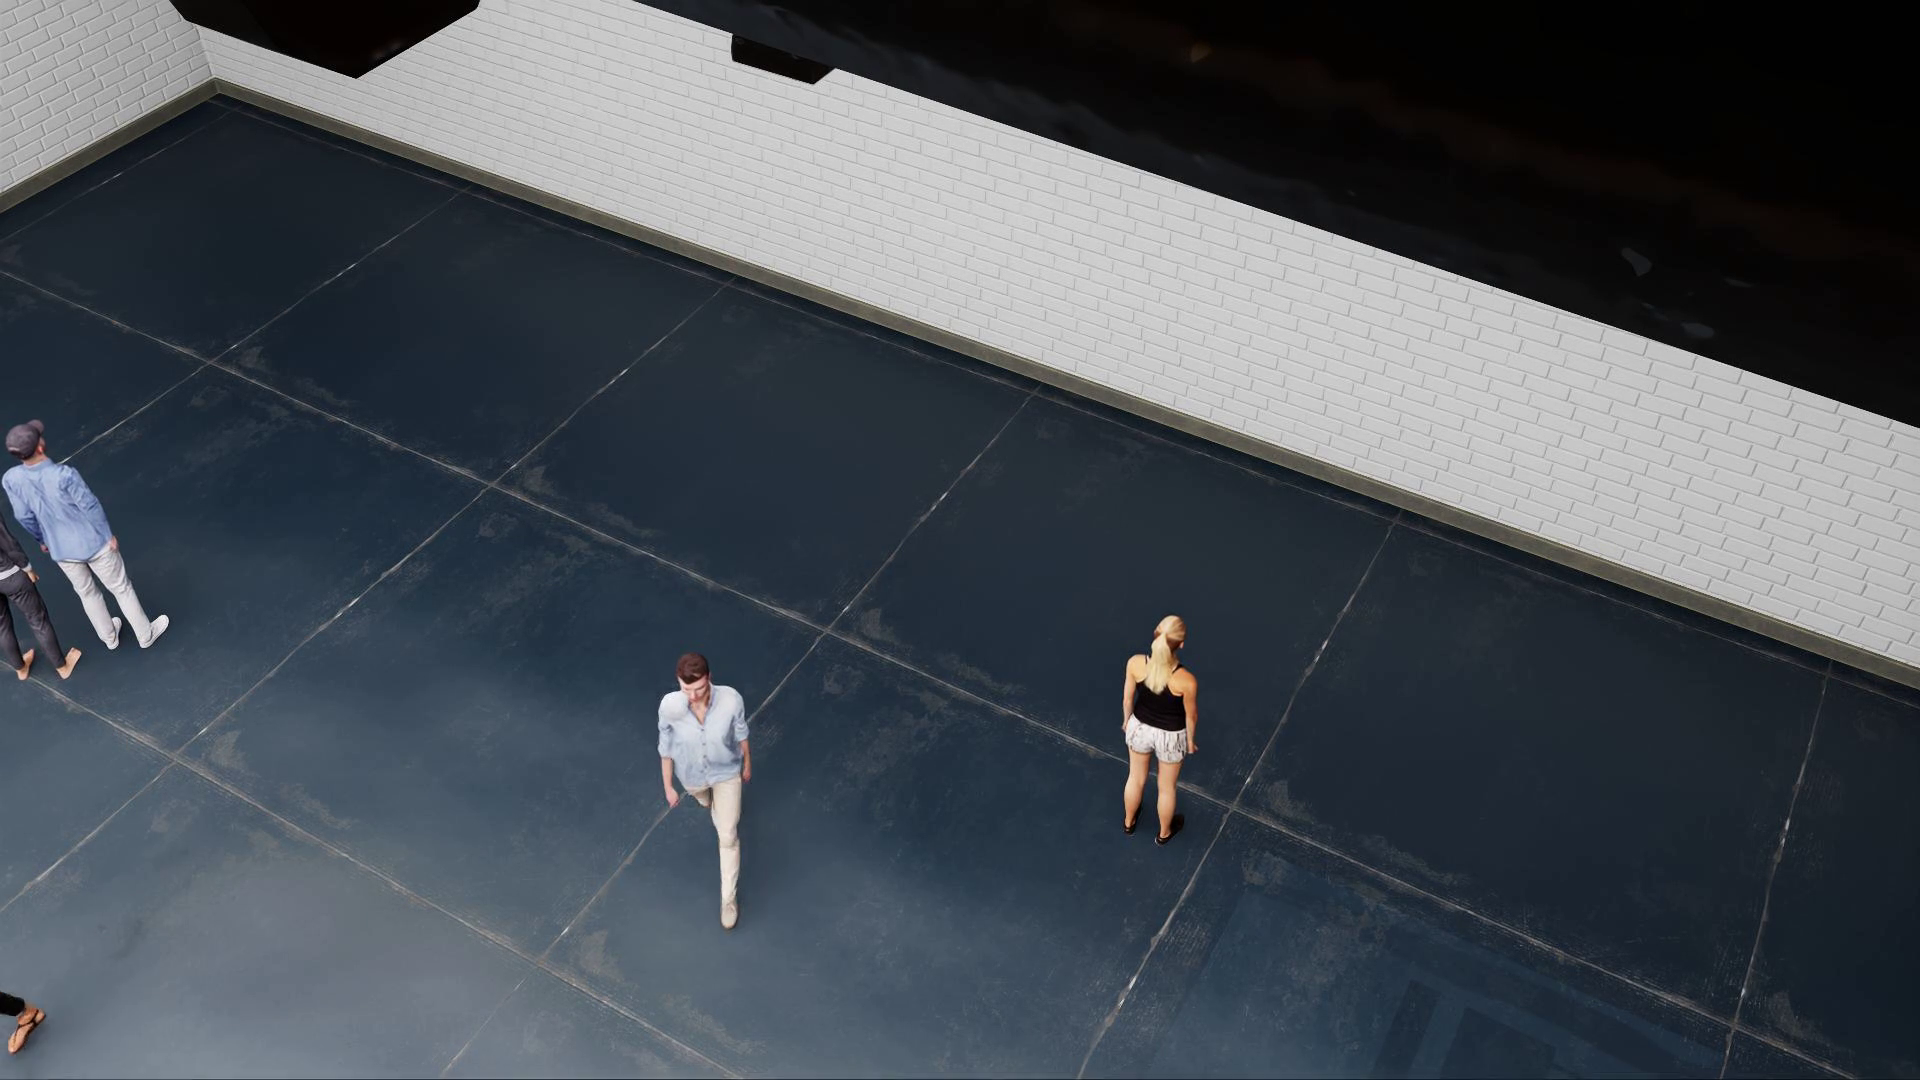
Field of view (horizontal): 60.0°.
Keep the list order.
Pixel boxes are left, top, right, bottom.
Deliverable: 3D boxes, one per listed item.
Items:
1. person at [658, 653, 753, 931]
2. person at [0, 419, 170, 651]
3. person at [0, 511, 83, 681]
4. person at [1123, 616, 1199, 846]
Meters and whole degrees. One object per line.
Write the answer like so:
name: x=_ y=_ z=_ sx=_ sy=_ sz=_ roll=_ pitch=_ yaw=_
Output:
person: x=-1.416 y=1.239 z=9.407 sx=1.117 sy=1.813 sz=1.305 roll=-3 pitch=44 yaw=-3
person: x=-5.652 y=-0.001 z=10.654 sx=0.744 sy=1.887 sz=0.754 roll=0 pitch=44 yaw=0
person: x=-6.103 y=0.211 z=10.519 sx=0.677 sy=1.767 sz=0.692 roll=-2 pitch=44 yaw=-2
person: x=1.136 y=1.093 z=9.536 sx=0.610 sy=1.846 sz=0.546 roll=18 pitch=47 yaw=18
